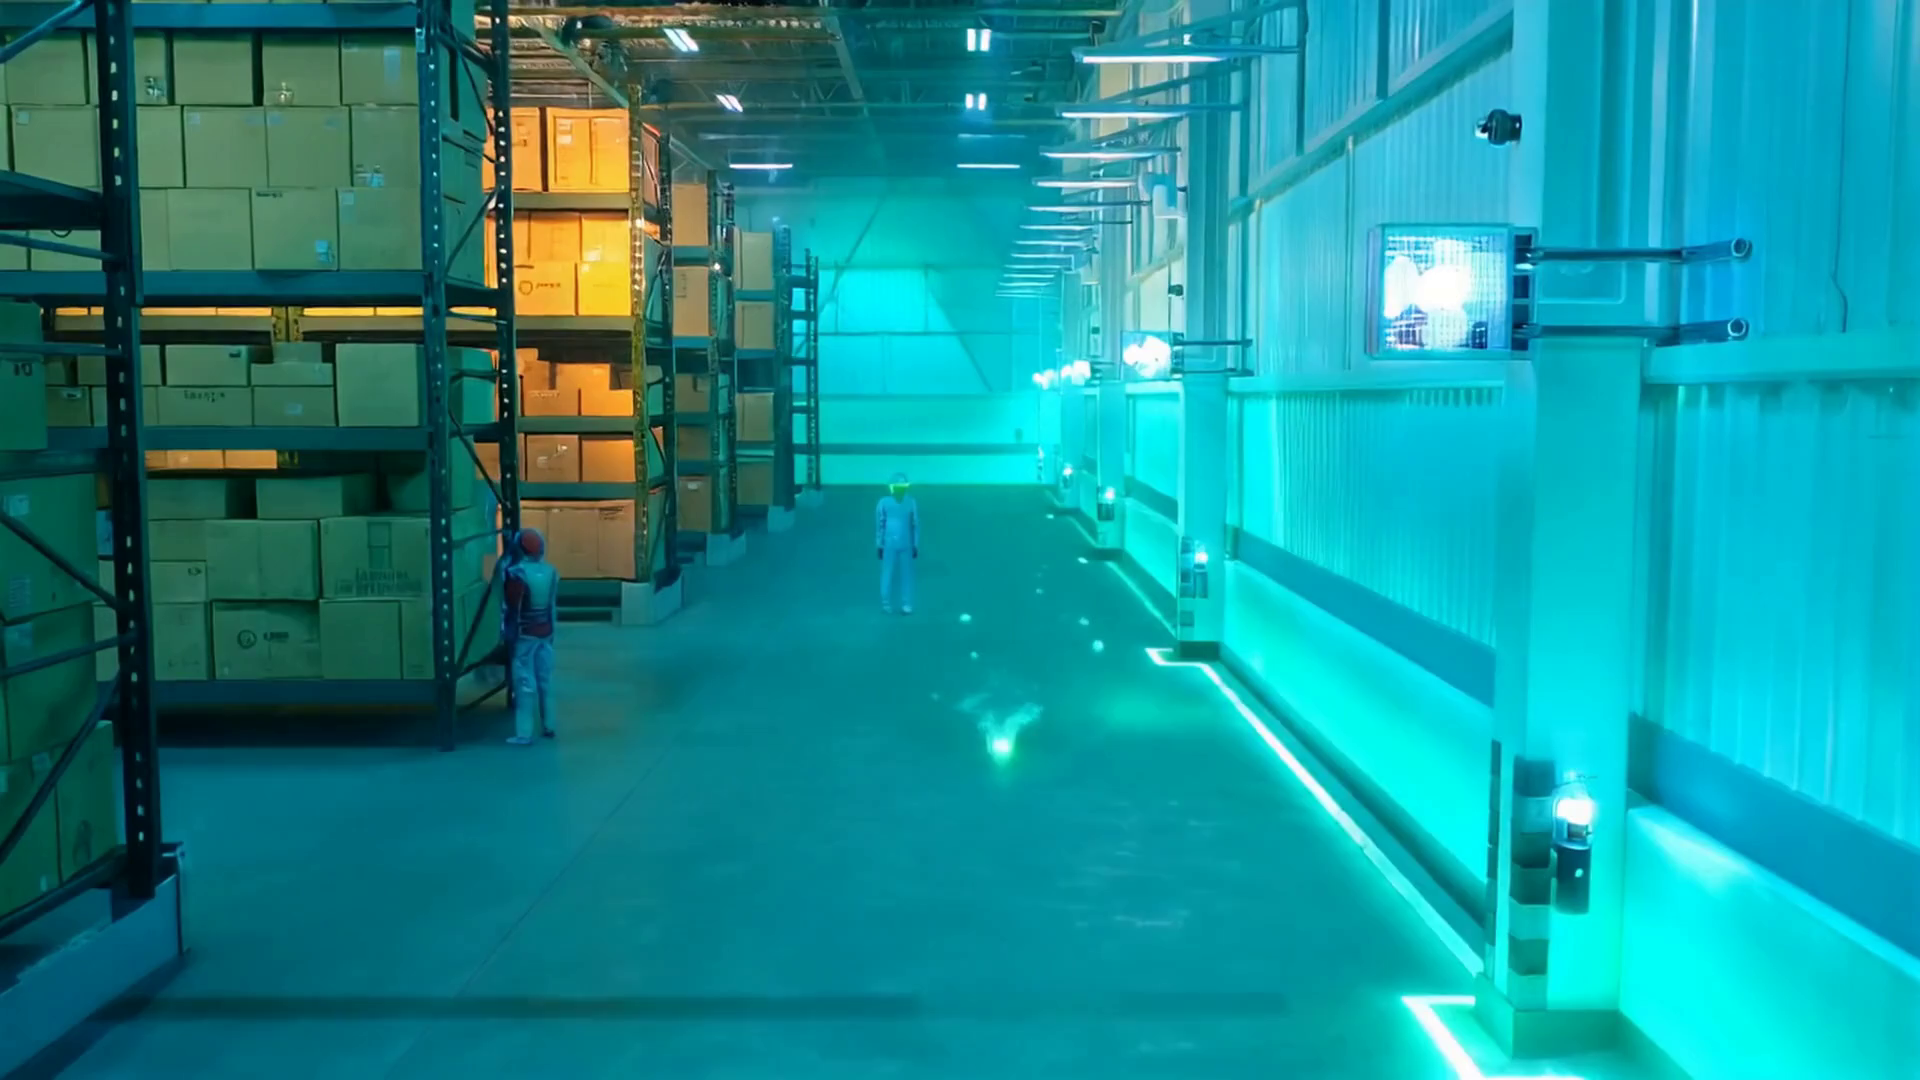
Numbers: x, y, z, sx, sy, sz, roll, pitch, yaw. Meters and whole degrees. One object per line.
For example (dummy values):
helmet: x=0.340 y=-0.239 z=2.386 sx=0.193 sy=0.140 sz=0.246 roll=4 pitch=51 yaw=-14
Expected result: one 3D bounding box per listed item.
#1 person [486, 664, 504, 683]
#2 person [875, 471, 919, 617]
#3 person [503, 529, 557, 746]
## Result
person: x=-4.556 y=0.349 z=15.154 sx=0.902 sy=1.961 sz=0.621 roll=1 pitch=5 yaw=9
person: x=-0.737 y=0.049 z=19.888 sx=0.569 sy=1.744 sz=0.352 roll=-3 pitch=6 yaw=-29
person: x=-3.242 y=0.732 z=12.580 sx=0.319 sy=1.631 sz=0.523 roll=3 pitch=6 yaw=28
